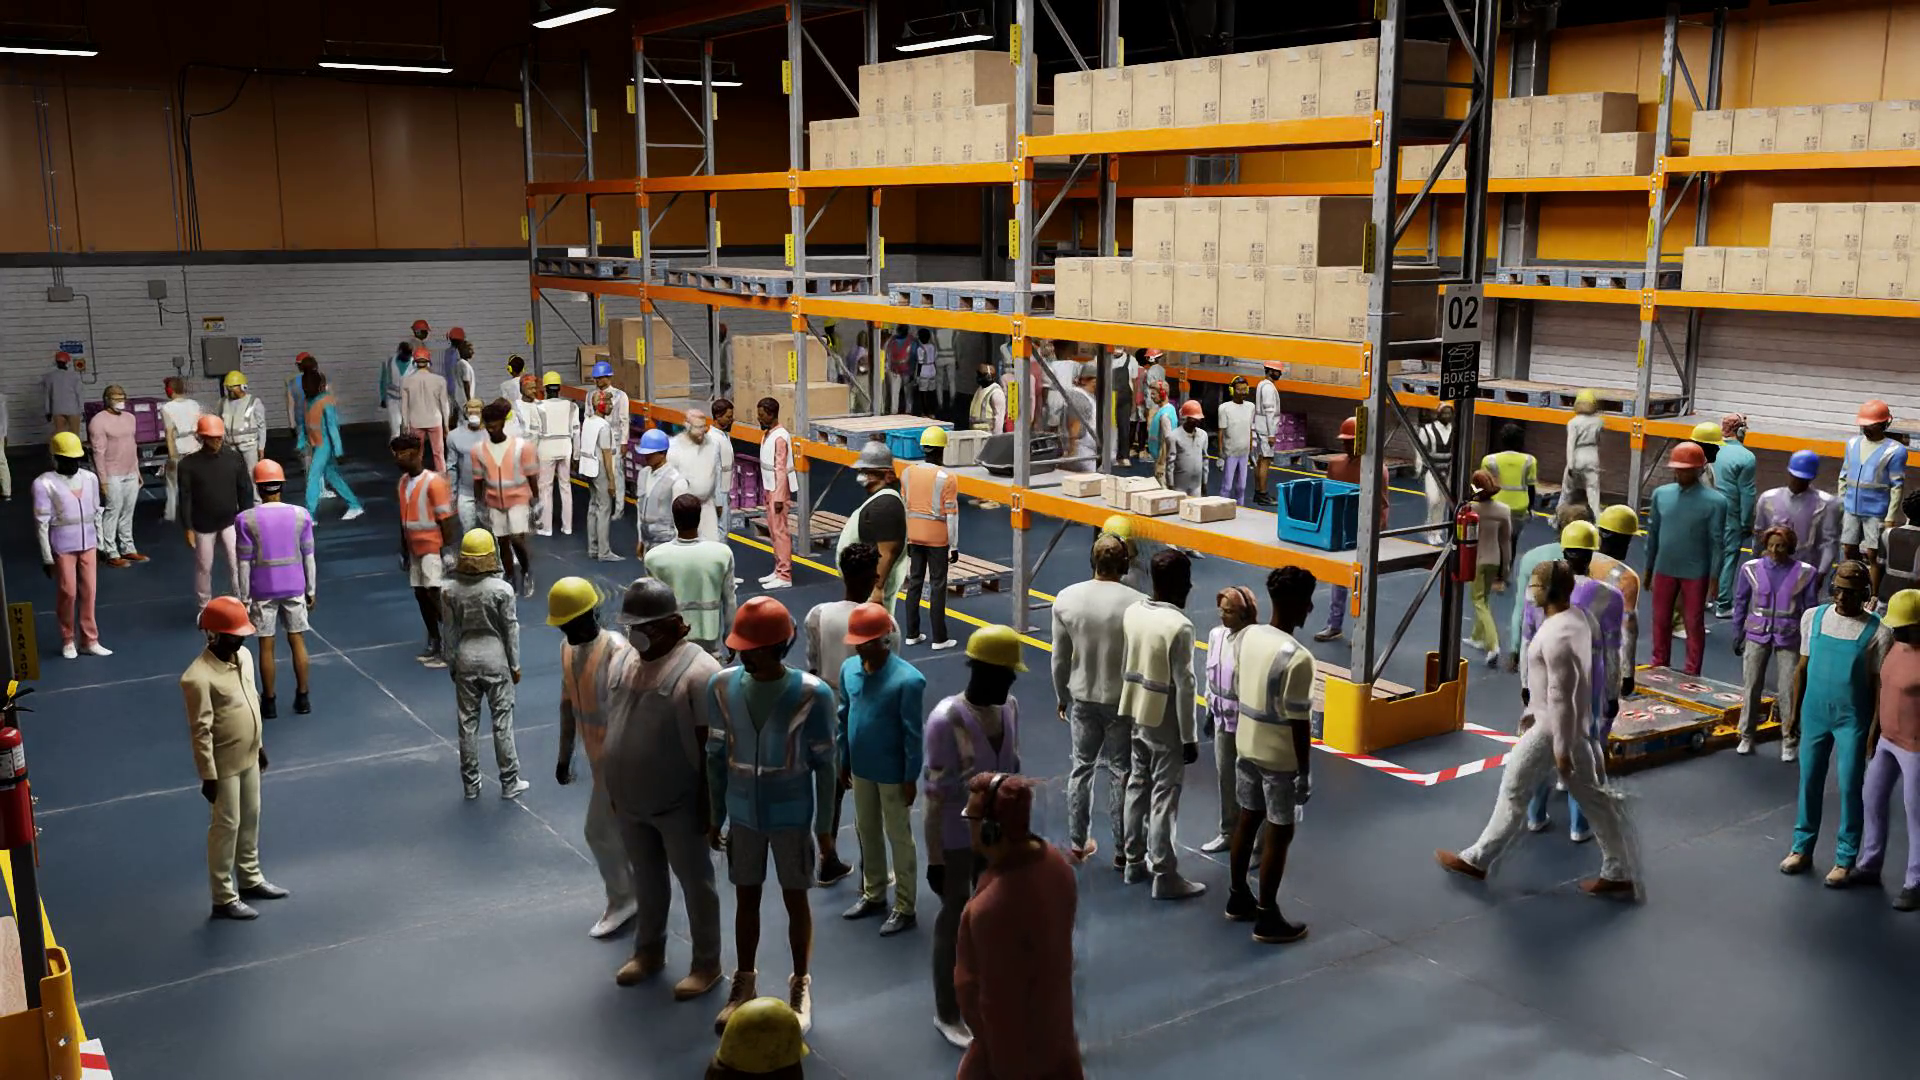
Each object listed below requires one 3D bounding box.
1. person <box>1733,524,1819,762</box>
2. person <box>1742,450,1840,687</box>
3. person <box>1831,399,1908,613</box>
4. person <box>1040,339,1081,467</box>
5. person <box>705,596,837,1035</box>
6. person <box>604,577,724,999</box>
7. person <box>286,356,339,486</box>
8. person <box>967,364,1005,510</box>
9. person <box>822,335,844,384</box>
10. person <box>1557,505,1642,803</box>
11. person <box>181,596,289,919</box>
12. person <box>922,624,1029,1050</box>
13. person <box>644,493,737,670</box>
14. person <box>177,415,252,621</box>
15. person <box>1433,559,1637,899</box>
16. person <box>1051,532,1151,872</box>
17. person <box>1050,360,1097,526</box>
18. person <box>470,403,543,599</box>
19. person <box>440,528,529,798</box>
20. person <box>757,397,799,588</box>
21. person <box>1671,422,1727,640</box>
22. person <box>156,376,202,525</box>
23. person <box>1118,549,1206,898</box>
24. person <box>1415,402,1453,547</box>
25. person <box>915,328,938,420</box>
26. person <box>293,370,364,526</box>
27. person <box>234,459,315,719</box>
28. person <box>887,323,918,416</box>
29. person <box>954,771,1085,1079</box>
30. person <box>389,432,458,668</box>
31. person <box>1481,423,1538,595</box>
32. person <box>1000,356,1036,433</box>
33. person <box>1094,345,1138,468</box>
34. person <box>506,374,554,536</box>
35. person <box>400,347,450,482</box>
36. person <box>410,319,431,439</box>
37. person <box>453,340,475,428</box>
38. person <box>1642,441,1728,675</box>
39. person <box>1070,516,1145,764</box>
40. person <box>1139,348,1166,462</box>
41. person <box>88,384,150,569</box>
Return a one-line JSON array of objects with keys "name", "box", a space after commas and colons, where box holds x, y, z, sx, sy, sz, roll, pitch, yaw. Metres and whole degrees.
[{"name": "person", "box": [5.563, 0.691, 11.377, 0.524, 1.629, 0.313, 7, 13, 33]}, {"name": "person", "box": [6.484, 0.232, 12.974, 0.630, 1.917, 0.600, 8, 13, 34]}, {"name": "person", "box": [8.311, -0.276, 15.269, 0.385, 2.040, 0.605, -5, 12, -26]}, {"name": "person", "box": [1.510, -2.011, 24.420, 0.638, 1.941, 0.735, -2, 11, -12]}, {"name": "person", "box": [-0.860, 1.242, 7.499, 0.608, 2.040, 0.394, 3, 11, 14]}, {"name": "person", "box": [-1.445, 1.161, 7.909, 0.681, 2.000, 0.535, 6, 13, 30]}, {"name": "person", "box": [-8.758, -1.578, 22.541, 0.659, 1.810, 0.477, -4, 12, -18]}, {"name": "person", "box": [0.326, -1.314, 21.090, 0.429, 1.843, 0.633, -5, 12, -24]}, {"name": "person", "box": [-2.025, -2.249, 25.824, 0.521, 1.864, 0.335, 9, 14, 39]}, {"name": "person", "box": [4.045, 0.724, 10.487, 0.399, 1.912, 0.592, -4, 12, -21]}, {"name": "person", "box": [-3.834, 1.140, 8.796, 0.354, 1.740, 0.575, 1, 11, 5]}, {"name": "person", "box": [0.058, 1.315, 7.477, 0.419, 1.920, 0.644, 10, 15, 43]}, {"name": "person", "box": [-1.745, 0.647, 10.851, 0.591, 1.922, 0.392, -3, 11, -14]}, {"name": "person", "box": [-6.595, -0.141, 14.809, 0.672, 1.940, 1.010, -10, 15, -42]}, {"name": "person", "box": [3.222, 1.022, 9.051, 1.074, 1.881, 0.647, 7, 13, 31]}, {"name": "person", "box": [0.826, 0.916, 9.427, 0.635, 1.937, 0.352, 5, 12, 25]}, {"name": "person", "box": [1.385, -1.196, 19.973, 0.858, 2.000, 0.688, 4, 12, 18]}, {"name": "person", "box": [-4.350, -0.357, 15.947, 0.630, 1.932, 0.522, 1, 11, 3]}, {"name": "person", "box": [-3.029, 0.787, 10.590, 0.484, 1.744, 0.294, 0, 11, 2]}, {"name": "person", "box": [-1.831, -0.478, 16.645, 0.402, 1.909, 0.599, -4, 12, -18]}, {"name": "person", "box": [6.447, -0.082, 14.581, 0.397, 1.920, 0.586, 10, 15, 42]}, {"name": "person", "box": [-9.234, -1.057, 19.868, 0.924, 1.810, 0.578, 4, 12, 19]}, {"name": "person", "box": [1.082, 0.996, 9.082, 0.395, 1.915, 0.587, -6, 12, -27]}, {"name": "person", "box": [5.423, -0.733, 18.657, 0.543, 1.615, 0.591, -1, 11, -5]}, {"name": "person", "box": [-0.612, -2.942, 29.801, 0.319, 1.693, 0.532, 8, 13, 34]}, {"name": "person", "box": [-7.670, -1.117, 20.023, 0.964, 1.875, 0.576, -10, 15, -41]}, {"name": "person", "box": [-5.058, 0.361, 12.308, 0.549, 1.927, 0.393, -8, 14, -35]}, {"name": "person", "box": [-1.057, -3.049, 30.119, 0.643, 1.795, 0.904, 3, 11, 16]}, {"name": "person", "box": [0.202, 1.692, 5.702, 1.029, 1.851, 0.654, 6, 12, 27]}, {"name": "person", "box": [-4.420, 0.074, 13.756, 0.694, 1.944, 0.441, 9, 14, 38]}, {"name": "person", "box": [5.383, -0.330, 16.480, 0.557, 1.660, 0.792, 1, 11, 6]}, {"name": "person", "box": [0.830, -1.846, 24.046, 0.519, 1.754, 0.361, 0, 11, -2]}, {"name": "person", "box": [2.267, -2.088, 24.537, 0.696, 2.000, 0.622, 2, 11, 9]}, {"name": "person", "box": [-5.002, -0.989, 19.333, 0.350, 1.879, 0.575, 9, 14, 39]}, {"name": "person", "box": [-7.017, -1.532, 21.851, 0.613, 1.984, 0.409, -3, 11, -14]}, {"name": "person", "box": [-8.954, -2.668, 27.657, 0.406, 1.986, 0.612, 0, 11, 1]}, {"name": "person", "box": [-7.424, -2.074, 24.975, 0.348, 1.842, 0.506, -6, 13, -30]}, {"name": "person", "box": [5.568, 0.223, 12.840, 0.394, 1.991, 0.628, -9, 14, -40]}, {"name": "person", "box": [1.023, 0.688, 11.150, 0.661, 1.718, 0.505, 9, 14, 39]}, {"name": "person", "box": [2.903, -2.053, 25.097, 0.329, 1.751, 0.569, 5, 12, 24]}, {"name": "person", "box": [-8.897, -0.679, 17.596, 0.366, 1.936, 0.630, 2, 11, 11]}]
